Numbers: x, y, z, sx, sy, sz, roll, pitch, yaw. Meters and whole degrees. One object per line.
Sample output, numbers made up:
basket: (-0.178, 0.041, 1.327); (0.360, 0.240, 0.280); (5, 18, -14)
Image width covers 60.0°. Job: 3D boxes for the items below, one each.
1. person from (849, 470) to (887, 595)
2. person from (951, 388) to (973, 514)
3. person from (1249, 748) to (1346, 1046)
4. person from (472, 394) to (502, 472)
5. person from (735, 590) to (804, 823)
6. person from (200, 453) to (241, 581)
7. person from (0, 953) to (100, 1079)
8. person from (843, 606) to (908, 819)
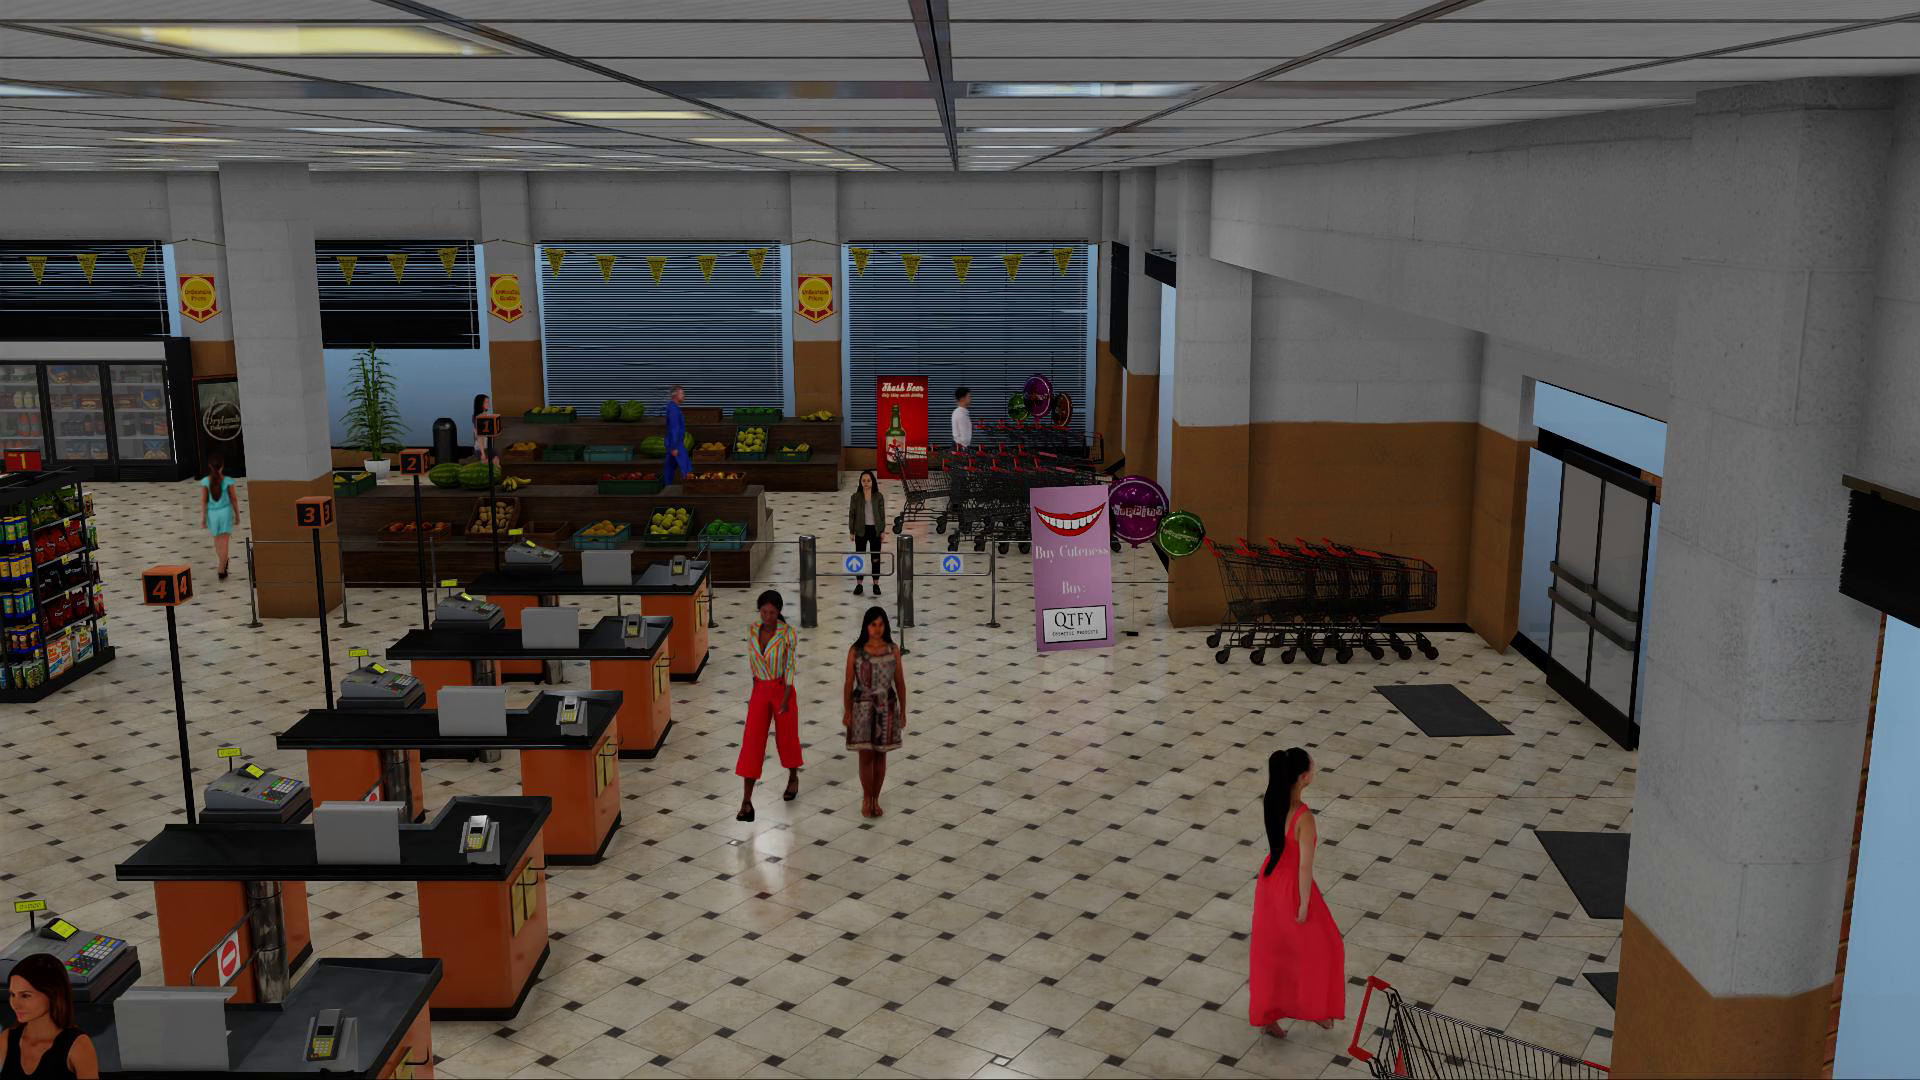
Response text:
person: (-1.084, -0.067, 19.635); (0.443, 1.424, 0.654); (-1, 12, -3)
person: (0.008, -1.314, 24.477); (0.615, 1.869, 0.656); (-2, 12, -10)
person: (1.746, 1.985, 9.189); (0.925, 1.713, 0.837); (-8, 14, -33)
person: (-7.245, -1.354, 25.100); (0.622, 1.690, 0.594); (0, 12, -1)
person: (-1.372, 1.240, 12.674); (1.112, 1.734, 0.838); (3, 12, 14)
person: (-9.054, -0.263, 20.321); (0.973, 1.525, 0.754); (-3, 12, -12)
person: (-3.522, 2.487, 6.511); (0.507, 1.835, 0.667); (2, 12, 9)
person: (-0.669, 1.287, 12.689); (0.710, 1.636, 0.792); (-3, 12, -15)
